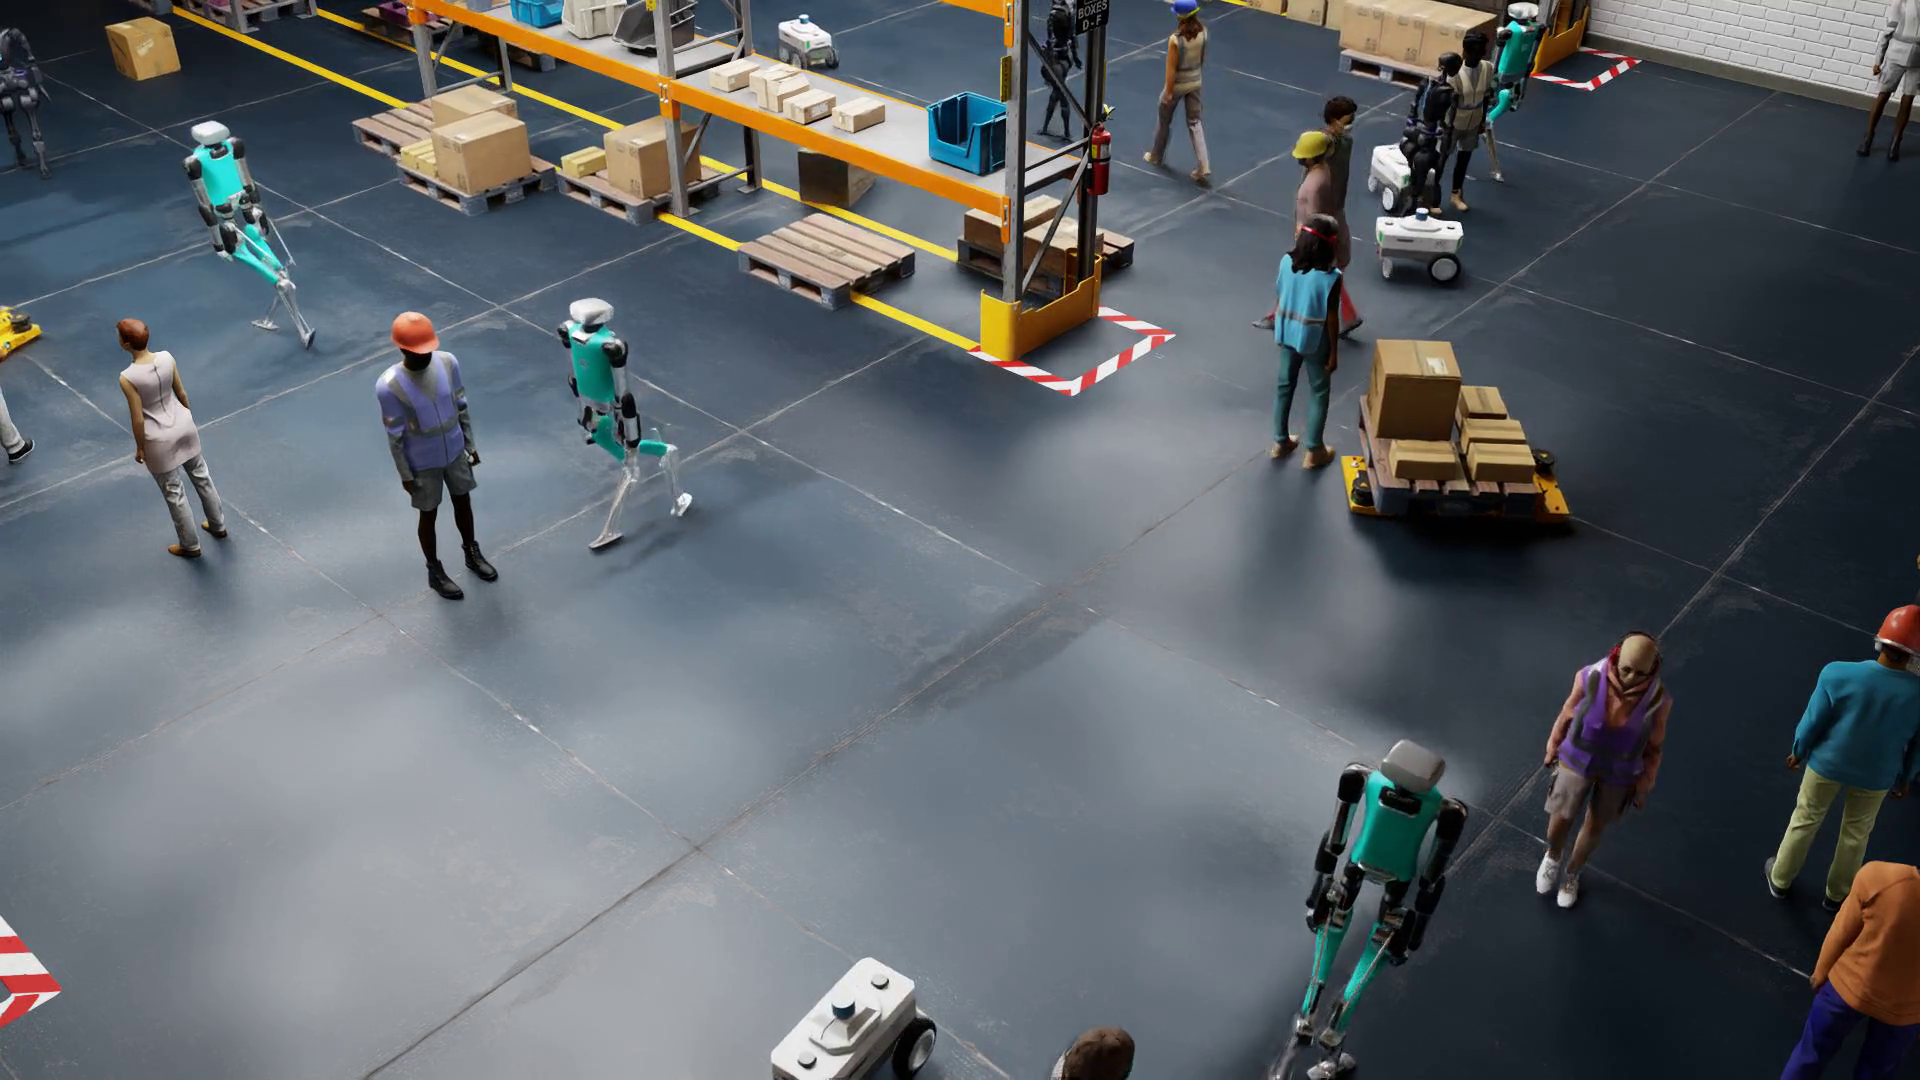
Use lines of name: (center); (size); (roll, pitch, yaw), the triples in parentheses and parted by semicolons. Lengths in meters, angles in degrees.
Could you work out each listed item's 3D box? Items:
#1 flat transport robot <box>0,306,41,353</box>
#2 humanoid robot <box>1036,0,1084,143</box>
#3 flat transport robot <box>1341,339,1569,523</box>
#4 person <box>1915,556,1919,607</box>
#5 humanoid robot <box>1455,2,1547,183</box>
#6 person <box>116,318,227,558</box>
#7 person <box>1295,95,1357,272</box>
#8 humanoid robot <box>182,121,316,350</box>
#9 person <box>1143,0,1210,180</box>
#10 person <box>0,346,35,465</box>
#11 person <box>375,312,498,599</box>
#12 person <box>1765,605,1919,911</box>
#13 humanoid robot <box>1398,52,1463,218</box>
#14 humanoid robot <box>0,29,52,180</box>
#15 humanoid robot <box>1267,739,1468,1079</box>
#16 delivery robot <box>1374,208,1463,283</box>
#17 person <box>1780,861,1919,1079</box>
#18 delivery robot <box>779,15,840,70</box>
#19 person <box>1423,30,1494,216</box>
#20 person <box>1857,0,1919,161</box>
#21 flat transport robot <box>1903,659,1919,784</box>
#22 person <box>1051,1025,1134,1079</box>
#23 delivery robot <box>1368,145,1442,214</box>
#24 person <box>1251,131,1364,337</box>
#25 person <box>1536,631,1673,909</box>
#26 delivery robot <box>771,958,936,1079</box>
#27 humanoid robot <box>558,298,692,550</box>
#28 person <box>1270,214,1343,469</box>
flat transport robot: (-8.151, -1.694, 13.264); (1.431, 0.231, 0.659); (12, 36, 17)
humanoid robot: (1.009, -4.754, 16.485); (0.554, 1.662, 0.601); (19, 39, 25)
flat transport robot: (3.373, -0.395, 11.383); (1.431, 0.231, 0.659); (3, 35, 4)
person: (5.635, 0.104, 9.286); (0.499, 1.839, 0.344); (24, 41, 30)
humanoid robot: (4.981, -4.230, 15.639); (0.531, 1.743, 0.768); (-15, 37, -20)
person: (-5.027, -0.654, 10.529); (0.282, 1.662, 0.451); (15, 37, 20)
person: (2.862, -2.561, 13.099); (0.616, 1.882, 0.583); (-17, 38, -23)
humanoid robot: (-5.370, -2.318, 12.895); (0.927, 1.784, 0.548); (16, 38, 21)
person: (2.128, -4.296, 15.738); (0.463, 1.731, 0.847); (-14, 37, -20)
person: (-6.870, -1.332, 11.367); (0.599, 1.827, 0.404); (-6, 35, -9)
person: (-3.174, -0.520, 10.106); (0.383, 1.929, 0.543); (28, 43, 34)
person: (4.293, 1.047, 7.987); (0.571, 1.747, 0.339); (14, 37, 20)
humanoid robot: (4.092, -3.509, 14.682); (0.614, 1.632, 0.614); (-16, 38, -21)
humanoid robot: (-9.027, -4.306, 15.829); (0.591, 1.631, 0.717); (-17, 38, -23)
humanoid robot: (1.656, 1.737, 7.021); (0.613, 1.796, 0.847); (16, 38, 22)
delivery robot: (3.937, -2.541, 14.234); (0.754, 0.587, 0.525); (6, 35, 8)
person: (3.719, 1.806, 6.698); (0.516, 1.974, 0.397); (20, 39, 27)
delivery robot: (-1.726, -5.564, 18.610); (0.499, 0.585, 0.777); (-21, 40, -27)
person: (4.515, -3.763, 15.011); (0.533, 1.690, 0.320); (-10, 36, -14)
person: (9.151, -4.641, 16.080); (0.547, 1.926, 0.379); (15, 37, 20)
flat transport robot: (5.662, 1.300, 8.927); (0.659, 0.231, 1.431); (-19, 39, -25)
person: (0.586, 2.342, 6.218); (0.851, 1.618, 0.503); (-14, 37, -20)
delivery robot: (4.125, -3.379, 15.471); (0.499, 0.614, 0.808); (-8, 35, -12)
person: (2.809, -2.368, 12.964); (0.843, 1.726, 0.524); (13, 37, 18)
person: (3.055, 1.111, 7.951); (0.510, 1.673, 0.413); (14, 37, 20)
delivery robot: (-0.502, 2.204, 7.360); (0.525, 0.588, 0.759); (21, 40, 28)
humanoid robot: (-2.093, -0.807, 10.712); (0.530, 1.795, 0.941); (23, 41, 29)
person: (2.369, -1.357, 11.381); (0.527, 1.863, 0.437); (27, 43, 34)
